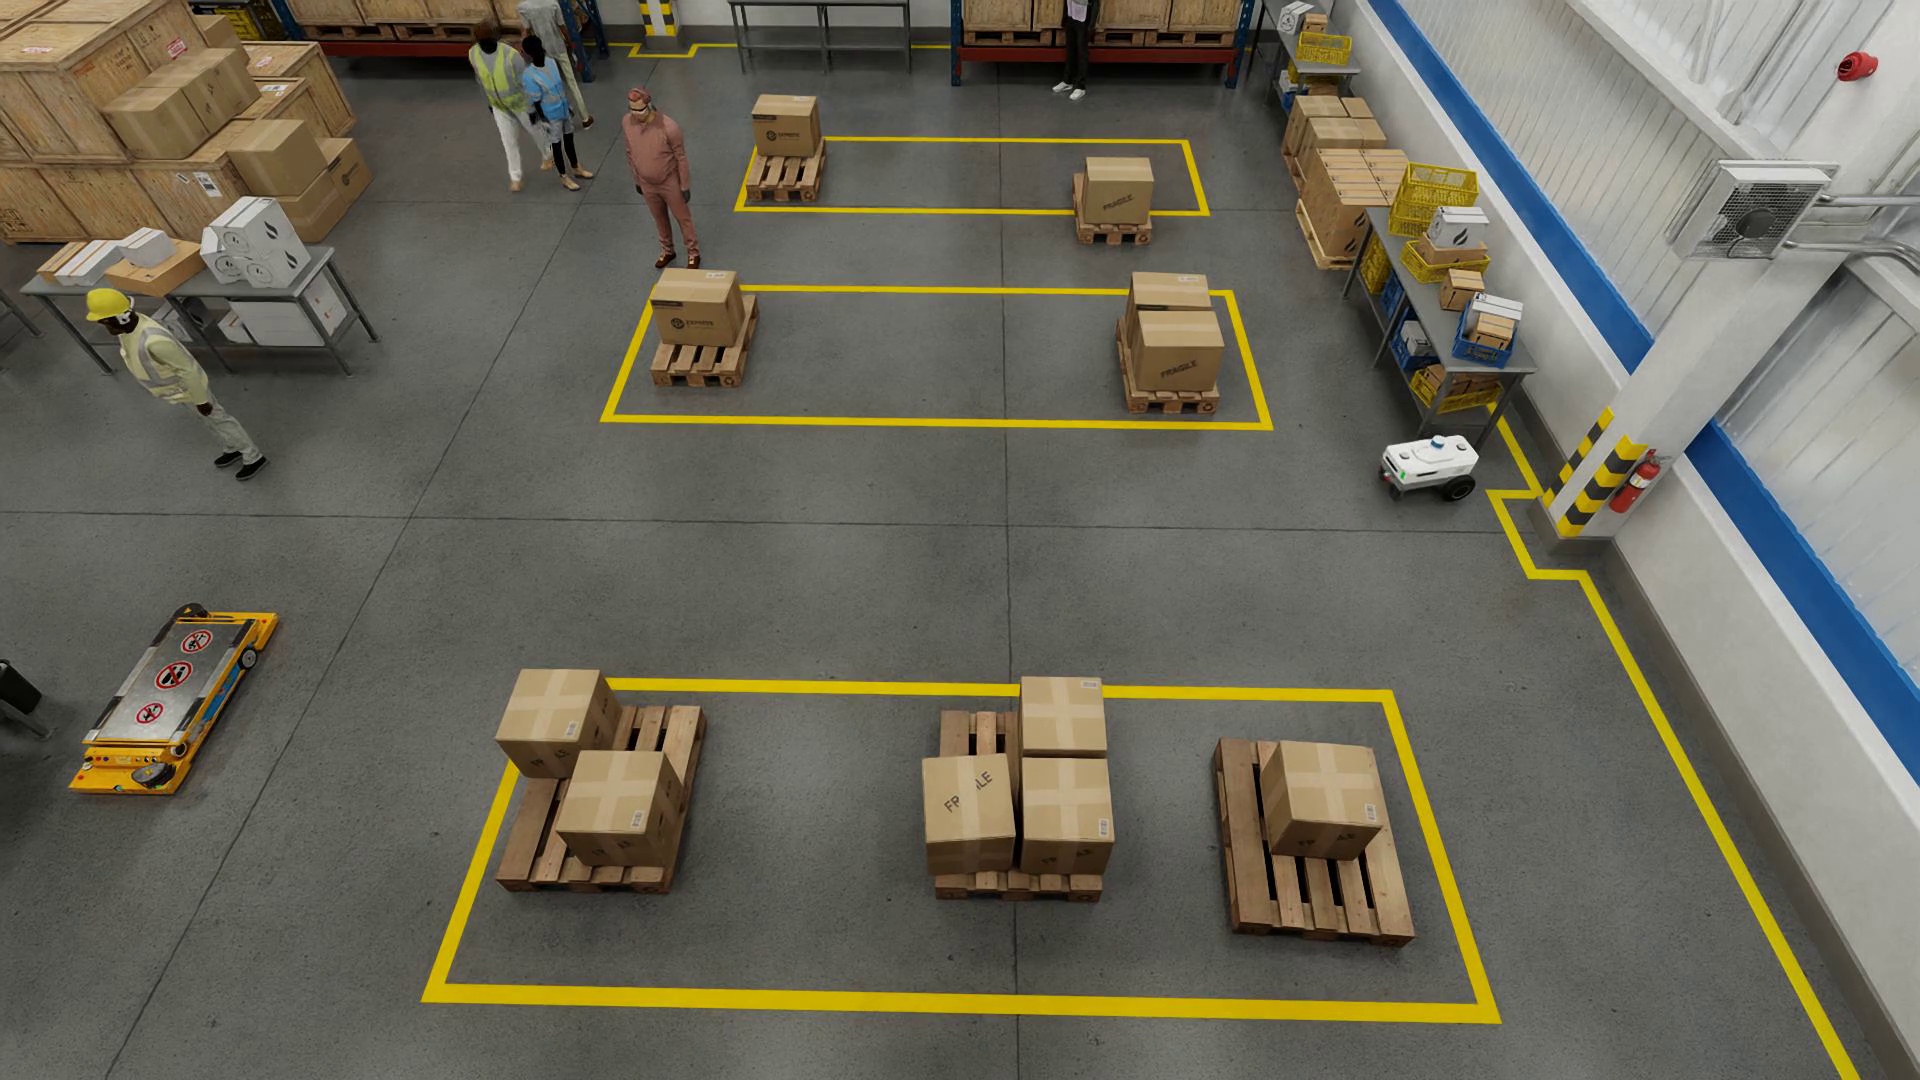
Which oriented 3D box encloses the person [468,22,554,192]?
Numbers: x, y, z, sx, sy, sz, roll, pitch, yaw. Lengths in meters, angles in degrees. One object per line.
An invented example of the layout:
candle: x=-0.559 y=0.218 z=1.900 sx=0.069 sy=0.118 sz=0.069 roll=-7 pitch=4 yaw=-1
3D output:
person: x=-5.217 y=-5.045 z=10.635 sx=0.647 sy=1.795 sz=0.919 roll=2 pitch=50 yaw=2

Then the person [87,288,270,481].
person: x=-6.278 y=-1.237 z=7.379 sx=0.592 sy=1.834 sz=0.404 roll=28 pitch=55 yaw=22

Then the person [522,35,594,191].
person: x=-4.674 y=-4.930 z=10.592 sx=0.316 sy=1.695 sz=0.542 roll=15 pitch=51 yaw=12

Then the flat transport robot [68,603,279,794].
flat transport robot: x=-5.504 y=1.072 z=6.442 sx=0.652 sy=0.197 sz=1.431 roll=1 pitch=50 yaw=1

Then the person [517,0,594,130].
person: x=-5.081 y=-6.091 z=11.463 sx=0.524 sy=1.871 sz=0.325 roll=-12 pitch=51 yaw=-10

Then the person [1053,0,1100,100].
person: x=1.577 y=-6.866 z=12.091 sx=0.392 sy=1.914 sz=0.587 roll=-30 pitch=56 yaw=-23

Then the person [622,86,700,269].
person: x=-3.066 y=-3.662 z=9.387 sx=0.639 sy=1.904 sz=0.409 roll=10 pitch=50 yaw=8

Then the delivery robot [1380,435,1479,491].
delivery robot: x=3.916 y=-0.665 z=7.668 sx=0.707 sy=0.478 sz=0.477 roll=-9 pitch=50 yaw=-7
